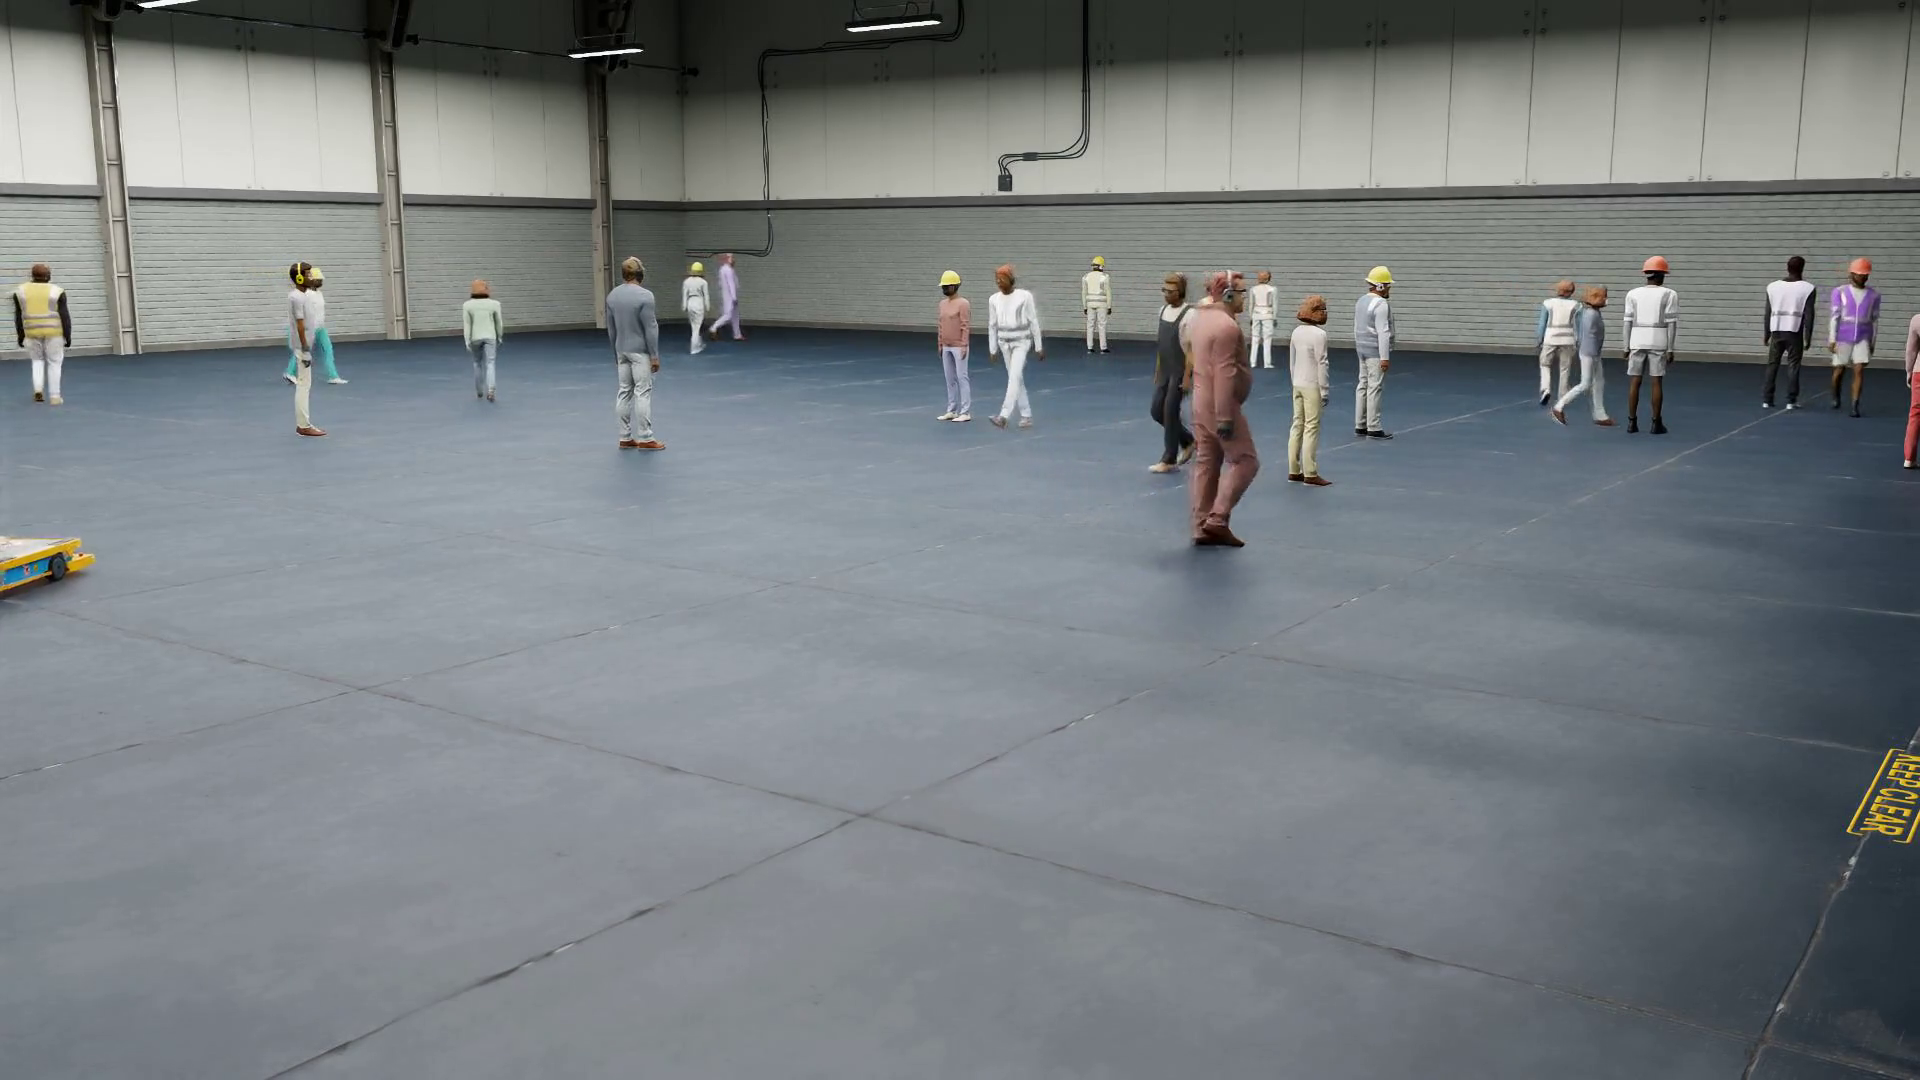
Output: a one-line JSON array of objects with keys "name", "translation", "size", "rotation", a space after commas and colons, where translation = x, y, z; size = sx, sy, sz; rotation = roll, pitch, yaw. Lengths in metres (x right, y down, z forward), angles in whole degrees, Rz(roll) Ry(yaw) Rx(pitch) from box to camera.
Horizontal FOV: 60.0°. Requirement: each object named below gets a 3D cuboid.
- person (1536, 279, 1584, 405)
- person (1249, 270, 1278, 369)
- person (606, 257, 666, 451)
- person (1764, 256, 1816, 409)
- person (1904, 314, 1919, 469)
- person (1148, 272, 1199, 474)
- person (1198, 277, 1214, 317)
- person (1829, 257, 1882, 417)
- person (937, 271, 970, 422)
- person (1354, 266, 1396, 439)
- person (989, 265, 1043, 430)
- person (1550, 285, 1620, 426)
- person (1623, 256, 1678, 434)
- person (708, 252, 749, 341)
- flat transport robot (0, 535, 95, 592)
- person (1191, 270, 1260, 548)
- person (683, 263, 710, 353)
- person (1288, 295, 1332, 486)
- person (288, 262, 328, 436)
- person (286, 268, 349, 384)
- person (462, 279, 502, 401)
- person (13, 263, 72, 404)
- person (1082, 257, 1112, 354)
[{"name": "person", "translation": [7.572, -2.476, 21.003], "size": [0.564, 1.629, 0.466], "rotation": [4, 11, 21]}, {"name": "person", "translation": [5.037, -3.664, 27.637], "size": [0.516, 1.639, 0.314], "rotation": [8, 13, 36]}, {"name": "person", "translation": [-3.247, -1.854, 16.662], "size": [0.634, 1.940, 0.367], "rotation": [7, 12, 34]}, {"name": "person", "translation": [10.418, -2.607, 20.951], "size": [0.598, 1.916, 0.381], "rotation": [9, 14, 42]}, {"name": "person", "translation": [8.926, -1.507, 15.202], "size": [0.326, 1.767, 0.533], "rotation": [-7, 12, -33]}, {"name": "person", "translation": [1.975, -1.497, 14.985], "size": [0.489, 1.822, 0.555], "rotation": [-5, 11, -27]}, {"name": "person", "translation": [3.420, -2.709, 22.321], "size": [0.529, 1.621, 0.536], "rotation": [-6, 12, -28]}, {"name": "person", "translation": [10.779, -2.451, 20.077], "size": [0.544, 1.915, 0.697], "rotation": [4, 11, 19]}, {"name": "person", "translation": [-0.087, -2.254, 19.413], "size": [0.340, 1.757, 0.519], "rotation": [-8, 13, -39]}, {"name": "person", "translation": [4.427, -1.990, 17.718], "size": [0.404, 1.830, 0.602], "rotation": [-2, 10, -12]}, {"name": "person", "translation": [0.561, -2.133, 18.533], "size": [0.642, 1.824, 0.991], "rotation": [7, 13, 36]}, {"name": "person", "translation": [7.158, -2.096, 18.946], "size": [0.707, 1.611, 0.505], "rotation": [6, 12, 29]}, {"name": "person", "translation": [7.539, -2.126, 18.194], "size": [0.547, 1.934, 0.376], "rotation": [7, 12, 35]}, {"name": "person", "translation": [-4.934, -5.150, 35.270], "size": [0.820, 1.883, 0.644], "rotation": [-2, 10, -12]}, {"name": "flat transport robot", "translation": [-5.885, 0.179, 9.942], "size": [0.652, 0.197, 1.431], "rotation": [0, 10, 2]}, {"name": "person", "translation": [1.820, -0.881, 11.331], "size": [0.462, 1.889, 0.677], "rotation": [-1, 10, -6]}, {"name": "person", "translation": [-4.968, -4.413, 31.660], "size": [0.490, 1.696, 0.884], "rotation": [4, 11, 20]}, {"name": "person", "translation": [3.019, -1.286, 14.334], "size": [0.280, 1.634, 0.499], "rotation": [-4, 11, -21]}, {"name": "person", "translation": [-7.080, -2.057, 17.988], "size": [0.326, 1.874, 0.519], "rotation": [-4, 11, -24]}, {"name": "person", "translation": [-9.553, -3.142, 24.485], "size": [0.891, 1.724, 0.537], "rotation": [1, 10, 5]}, {"name": "person", "translation": [-6.329, -2.653, 22.078], "size": [0.497, 1.603, 0.773], "rotation": [-3, 10, -14]}, {"name": "person", "translation": [-11.795, -2.651, 21.448], "size": [0.648, 1.820, 0.460], "rotation": [-2, 10, -12]}, {"name": "person", "translation": [2.595, -4.416, 31.337], "size": [0.588, 1.822, 0.403], "rotation": [5, 11, 28]}]
